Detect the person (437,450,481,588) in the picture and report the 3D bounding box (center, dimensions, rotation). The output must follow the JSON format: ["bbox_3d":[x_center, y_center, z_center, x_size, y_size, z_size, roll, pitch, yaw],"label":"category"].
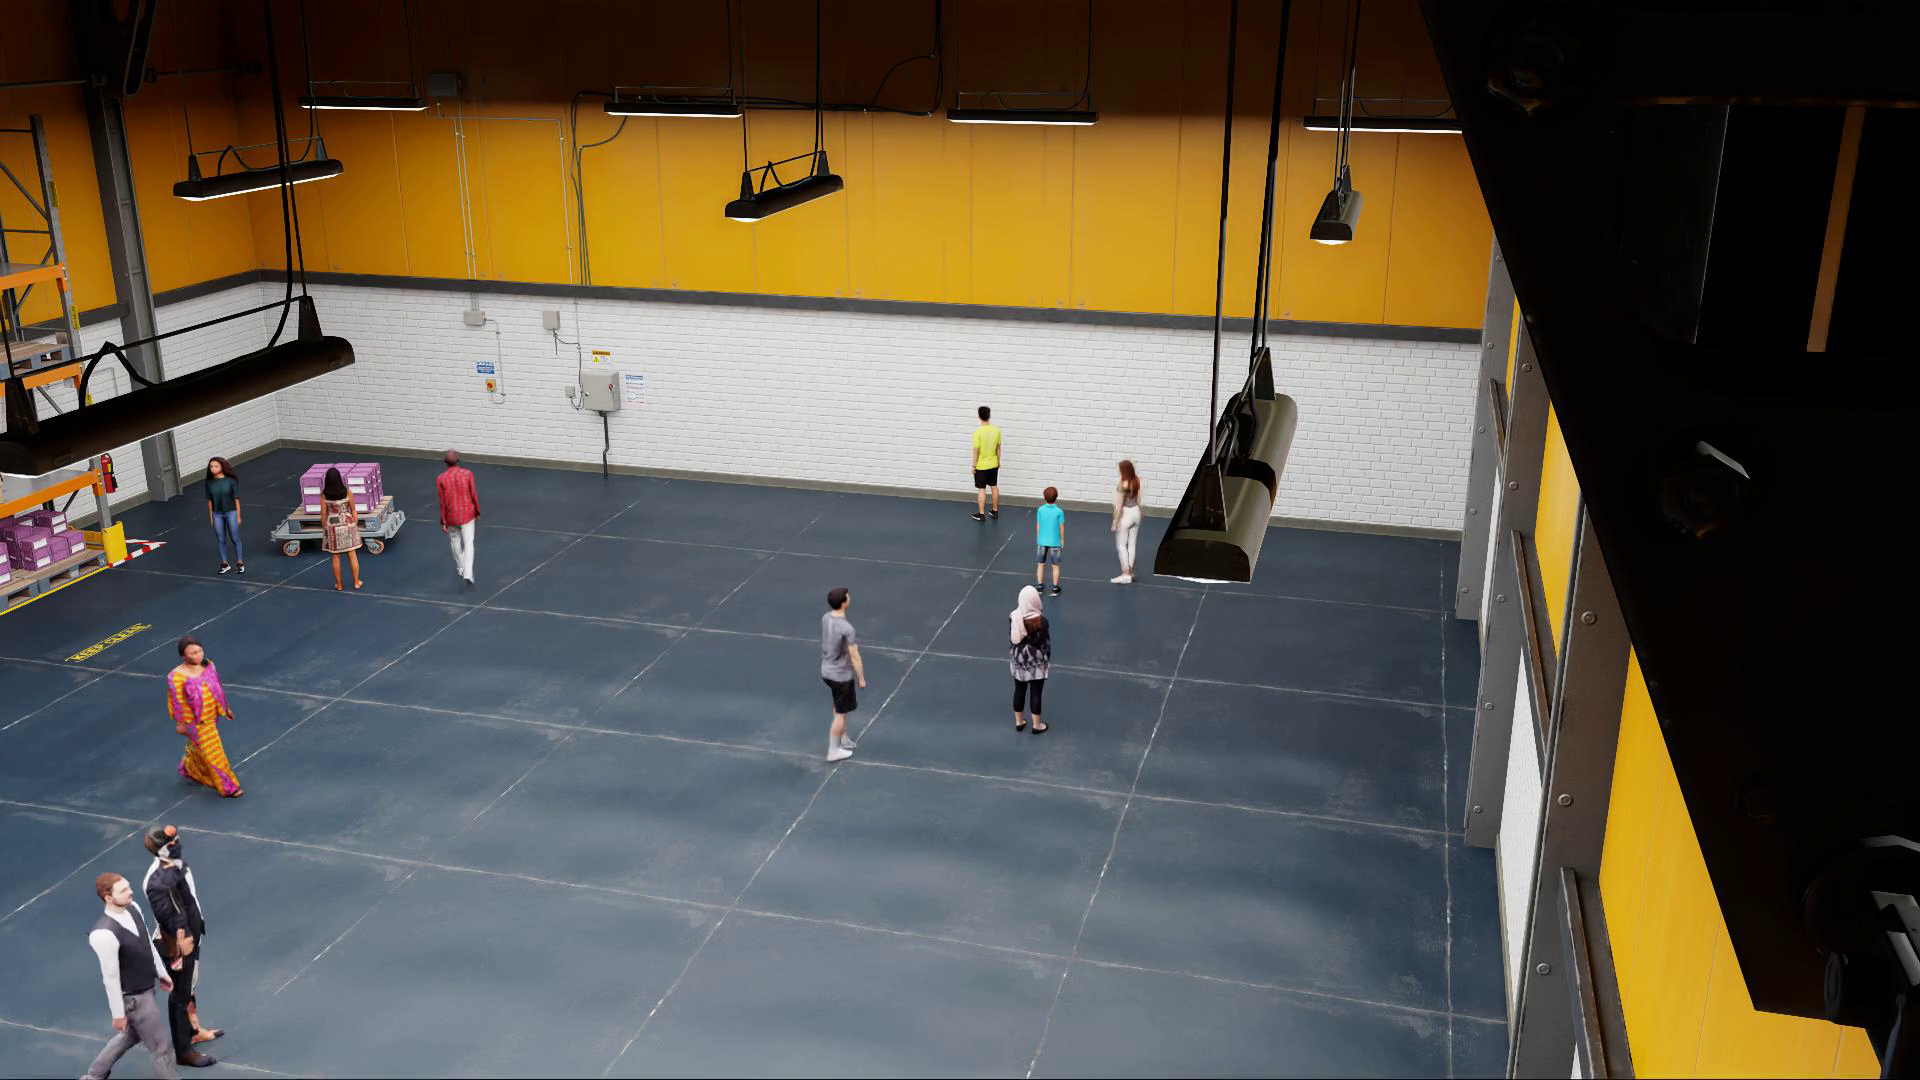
[{"bbox_3d":[-6.570,-0.286,21.886,1.046,1.802,1.270,-5,19,-14],"label":"person"}]

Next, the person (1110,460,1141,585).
[{"bbox_3d":[2.235,-0.270,22.000,0.675,1.699,0.789,-9,21,-26],"label":"person"}]

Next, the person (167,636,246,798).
[{"bbox_3d":[-7.452,1.684,16.237,0.786,1.675,1.116,8,20,22],"label":"person"}]

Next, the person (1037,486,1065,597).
[{"bbox_3d":[1.159,0.000,21.594,0.503,1.448,0.473,5,19,14],"label":"person"}]

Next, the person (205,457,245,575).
[{"bbox_3d":[-9.876,-0.346,22.359,0.682,1.615,0.700,-2,19,-7],"label":"person"}]

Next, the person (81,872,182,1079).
[{"bbox_3d":[-5.817,3.144,11.534,1.020,1.910,1.222,-2,19,-7],"label":"person"}]

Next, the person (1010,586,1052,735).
[{"bbox_3d":[0.731,1.255,17.567,0.677,1.638,0.681,9,21,25],"label":"person"}]

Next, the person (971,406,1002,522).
[{"bbox_3d":[0.392,-1.140,24.575,0.686,1.706,0.738,-10,21,-27],"label":"person"}]

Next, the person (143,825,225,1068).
[{"bbox_3d":[-5.724,2.934,12.188,0.831,1.890,0.693,-4,19,-11],"label":"person"}]

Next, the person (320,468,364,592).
[{"bbox_3d":[-8.108,-0.153,21.739,0.721,1.645,0.744,-8,20,-21],"label":"person"}]

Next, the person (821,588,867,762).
[{"bbox_3d":[-1.307,1.380,16.860,0.870,1.854,0.824,-14,23,-35],"label":"person"}]
